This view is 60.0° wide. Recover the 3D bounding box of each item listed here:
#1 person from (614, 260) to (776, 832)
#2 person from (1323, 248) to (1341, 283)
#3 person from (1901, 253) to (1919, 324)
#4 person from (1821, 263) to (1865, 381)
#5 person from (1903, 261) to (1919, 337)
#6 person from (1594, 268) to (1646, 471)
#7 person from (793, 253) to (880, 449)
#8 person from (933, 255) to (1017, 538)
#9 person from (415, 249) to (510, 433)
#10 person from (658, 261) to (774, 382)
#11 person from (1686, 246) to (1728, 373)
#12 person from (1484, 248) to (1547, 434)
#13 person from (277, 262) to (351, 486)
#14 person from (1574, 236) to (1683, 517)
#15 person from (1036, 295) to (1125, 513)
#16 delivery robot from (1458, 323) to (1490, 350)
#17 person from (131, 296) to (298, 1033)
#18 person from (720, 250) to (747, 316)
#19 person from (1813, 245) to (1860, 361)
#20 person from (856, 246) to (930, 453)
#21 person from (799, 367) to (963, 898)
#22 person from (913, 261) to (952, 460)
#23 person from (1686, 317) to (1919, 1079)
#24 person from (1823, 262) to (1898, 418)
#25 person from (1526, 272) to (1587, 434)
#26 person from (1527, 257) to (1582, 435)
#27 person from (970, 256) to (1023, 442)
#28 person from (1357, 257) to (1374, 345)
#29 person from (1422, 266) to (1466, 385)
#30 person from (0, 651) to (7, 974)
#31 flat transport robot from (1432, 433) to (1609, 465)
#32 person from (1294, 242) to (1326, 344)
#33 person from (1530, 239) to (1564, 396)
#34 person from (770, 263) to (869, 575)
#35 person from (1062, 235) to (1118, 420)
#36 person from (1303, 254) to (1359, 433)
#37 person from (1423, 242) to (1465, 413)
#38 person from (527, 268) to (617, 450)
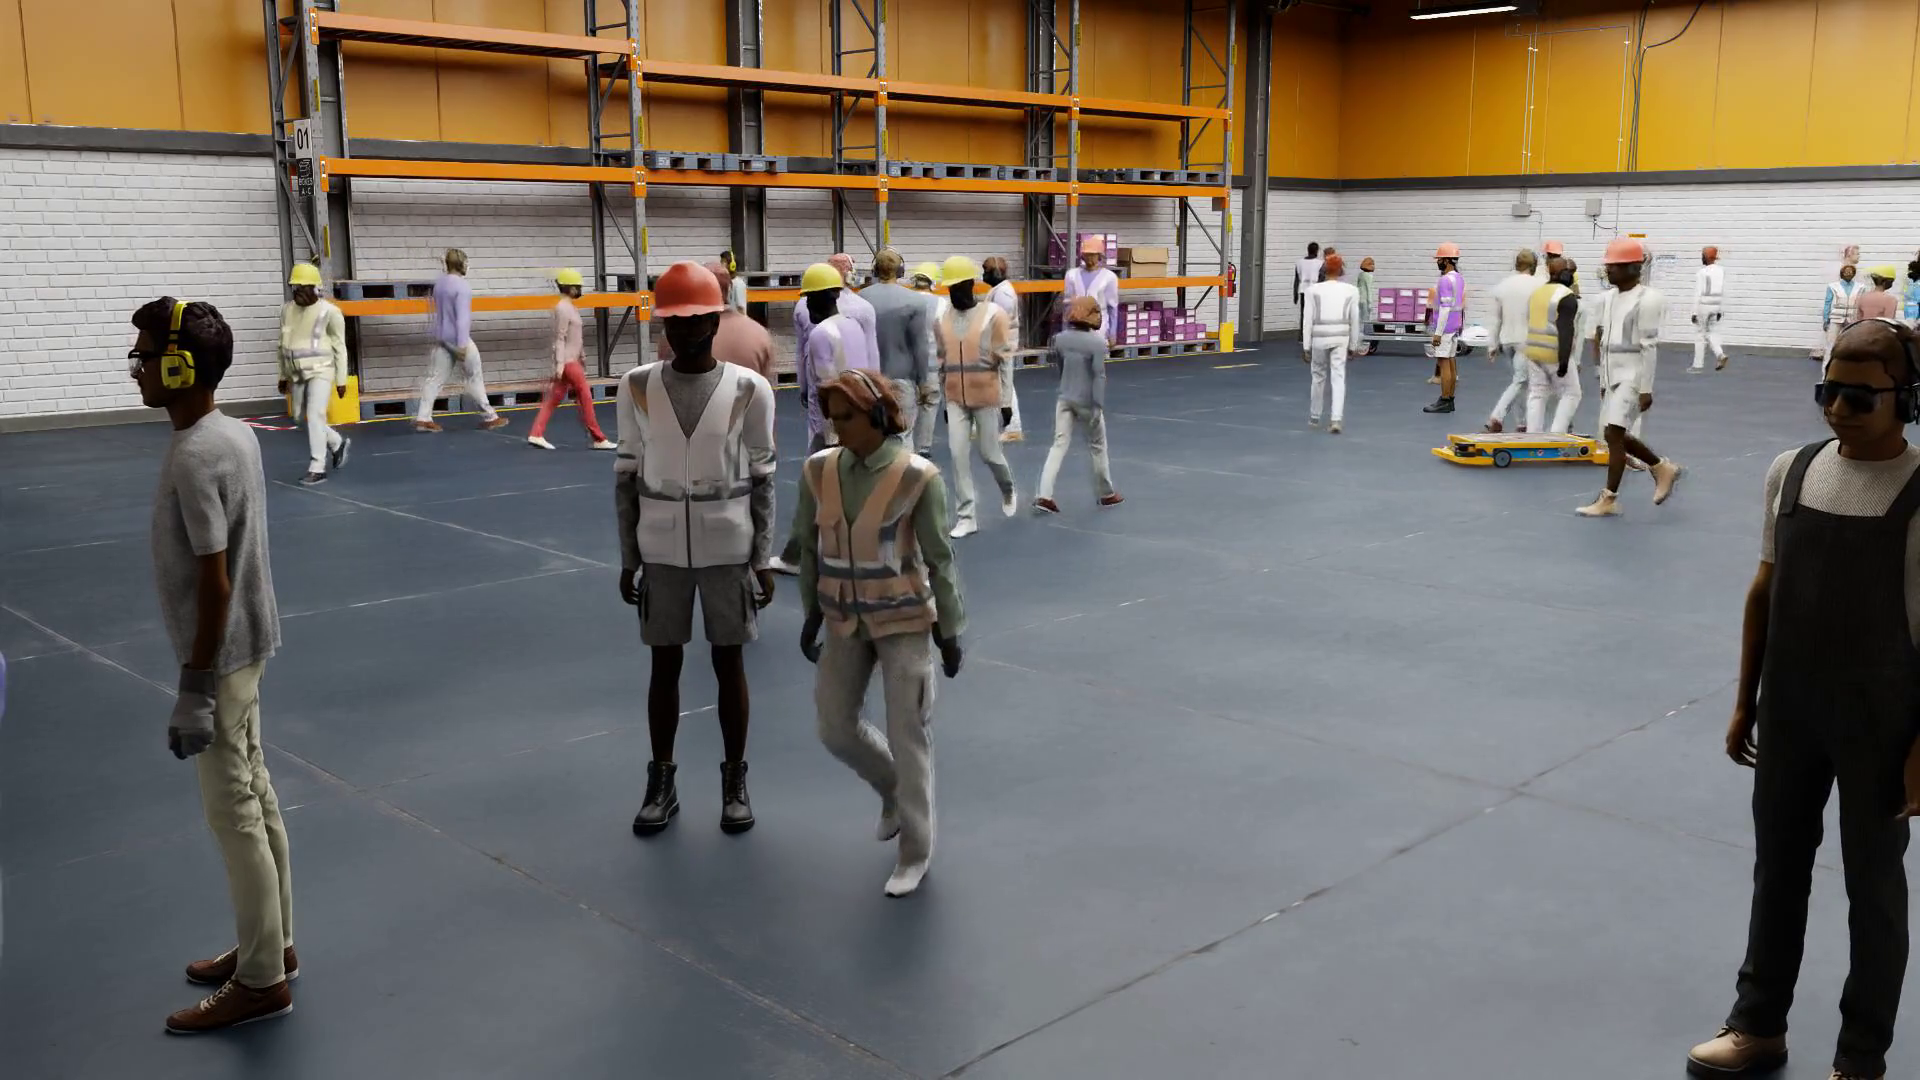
[{"bbox_3d":[-0.891,0.037,5.618,0.542,1.939,0.368,0,10,-1],"label":"person"},{"bbox_3d":[6.949,-4.612,31.415,0.668,1.782,0.649,4,11,20],"label":"person"},{"bbox_3d":[14.702,-3.510,25.349,0.909,1.792,0.639,6,12,29],"label":"person"},{"bbox_3d":[12.254,-3.016,23.086,0.522,1.638,0.310,2,11,12],"label":"person"},{"bbox_3d":[14.206,-3.322,24.740,0.879,1.644,0.535,4,11,20],"label":"person"},{"bbox_3d":[5.722,-1.510,14.353,0.510,1.837,0.740,1,10,4],"label":"person"},{"bbox_3d":[-0.862,-1.091,11.909,0.655,1.894,0.401,4,11,22],"label":"person"},{"bbox_3d":[0.120,-0.989,11.335,0.617,1.891,0.759,5,12,25],"label":"person"},{"bbox_3d":[-5.205,-2.047,17.141,0.663,1.890,1.027,10,14,43],"label":"person"},{"bbox_3d":[-1.257,-0.490,8.636,0.653,1.895,0.514,-6,12,-29],"label":"person"},{"bbox_3d":[10.928,-3.353,24.283,0.595,1.872,0.519,-4,11,-23],"label":"person"},{"bbox_3d":[5.556,-1.951,16.572,0.916,1.906,0.625,-7,12,-32],"label":"person"},{"bbox_3d":[-5.292,-1.380,13.701,0.600,1.808,0.700,4,11,20],"label":"person"},{"bbox_3d":[4.870,-1.160,11.956,0.792,2.022,0.616,-1,10,-8],"label":"person"},{"bbox_3d":[0.875,-0.995,12.201,0.499,1.594,0.852,9,13,39],"label":"person"},{"bbox_3d":[8.650,-3.395,27.856,0.707,0.478,0.477,6,12,31],"label":"delivery robot"},{"bbox_3d":[-1.918,0.322,4.255,0.329,1.873,0.514,-2,11,-13],"label":"person"},{"bbox_3d":[-2.504,-2.299,18.568,0.505,1.860,0.538,-3,11,-17],"label":"person"},{"bbox_3d":[14.108,-3.733,26.418,1.018,1.854,0.661,9,14,42],"label":"person"},{"bbox_3d":[-0.515,-1.164,12.168,0.629,1.940,0.372,4,11,19],"label":"person"},{"bbox_3d":[-0.227,0.271,5.182,0.581,1.622,0.430,5,12,27],"label":"person"},{"bbox_3d":[-0.342,-1.557,14.719,0.607,1.795,0.620,1,10,7],"label":"person"},{"bbox_3d":[2.009,0.417,3.811,0.345,1.844,0.507,-7,12,-33],"label":"person"},{"bbox_3d":[9.754,-2.106,17.866,0.790,1.740,0.528,-3,11,-15],"label":"person"},{"bbox_3d":[5.805,-1.777,16.166,0.519,1.698,0.890,8,13,39],"label":"person"},{"bbox_3d":[5.462,-1.672,15.253,0.513,1.822,0.626,-3,11,-18],"label":"person"},{"bbox_3d":[0.328,-1.866,16.337,0.554,1.837,0.635,-1,10,-4],"label":"person"},{"bbox_3d":[7.194,-4.198,29.549,0.265,1.631,0.509,-2,11,-10],"label":"person"},{"bbox_3d":[6.508,-2.866,22.240,0.532,1.661,0.876,-3,11,-14],"label":"person"},{"bbox_3d":[-1.372,0.700,2.002,0.366,1.939,0.542,1,10,6],"label":"person"},{"bbox_3d":[5.024,-0.819,14.838,1.431,0.197,0.652,-1,10,-5],"label":"flat transport robot"},{"bbox_3d":[6.481,-4.573,30.867,0.609,1.898,0.626,7,12,33],"label":"person"},{"bbox_3d":[7.406,-2.787,20.923,0.645,1.968,0.601,1,10,7],"label":"person"},{"bbox_3d":[-0.693,-0.680,9.748,0.993,1.861,0.592,5,12,27],"label":"person"},{"bbox_3d":[1.444,-2.342,18.355,0.631,2.029,0.679,4,11,23],"label":"person"},{"bbox_3d":[3.846,-2.038,17.256,0.581,1.833,1.022,1,10,5],"label":"person"},{"bbox_3d":[5.538,-2.418,19.010,0.358,1.938,0.545,6,12,31],"label":"person"},{"bbox_3d":[-3.696,-1.697,15.670,0.898,1.722,0.536,-1,10,-5],"label":"person"}]
